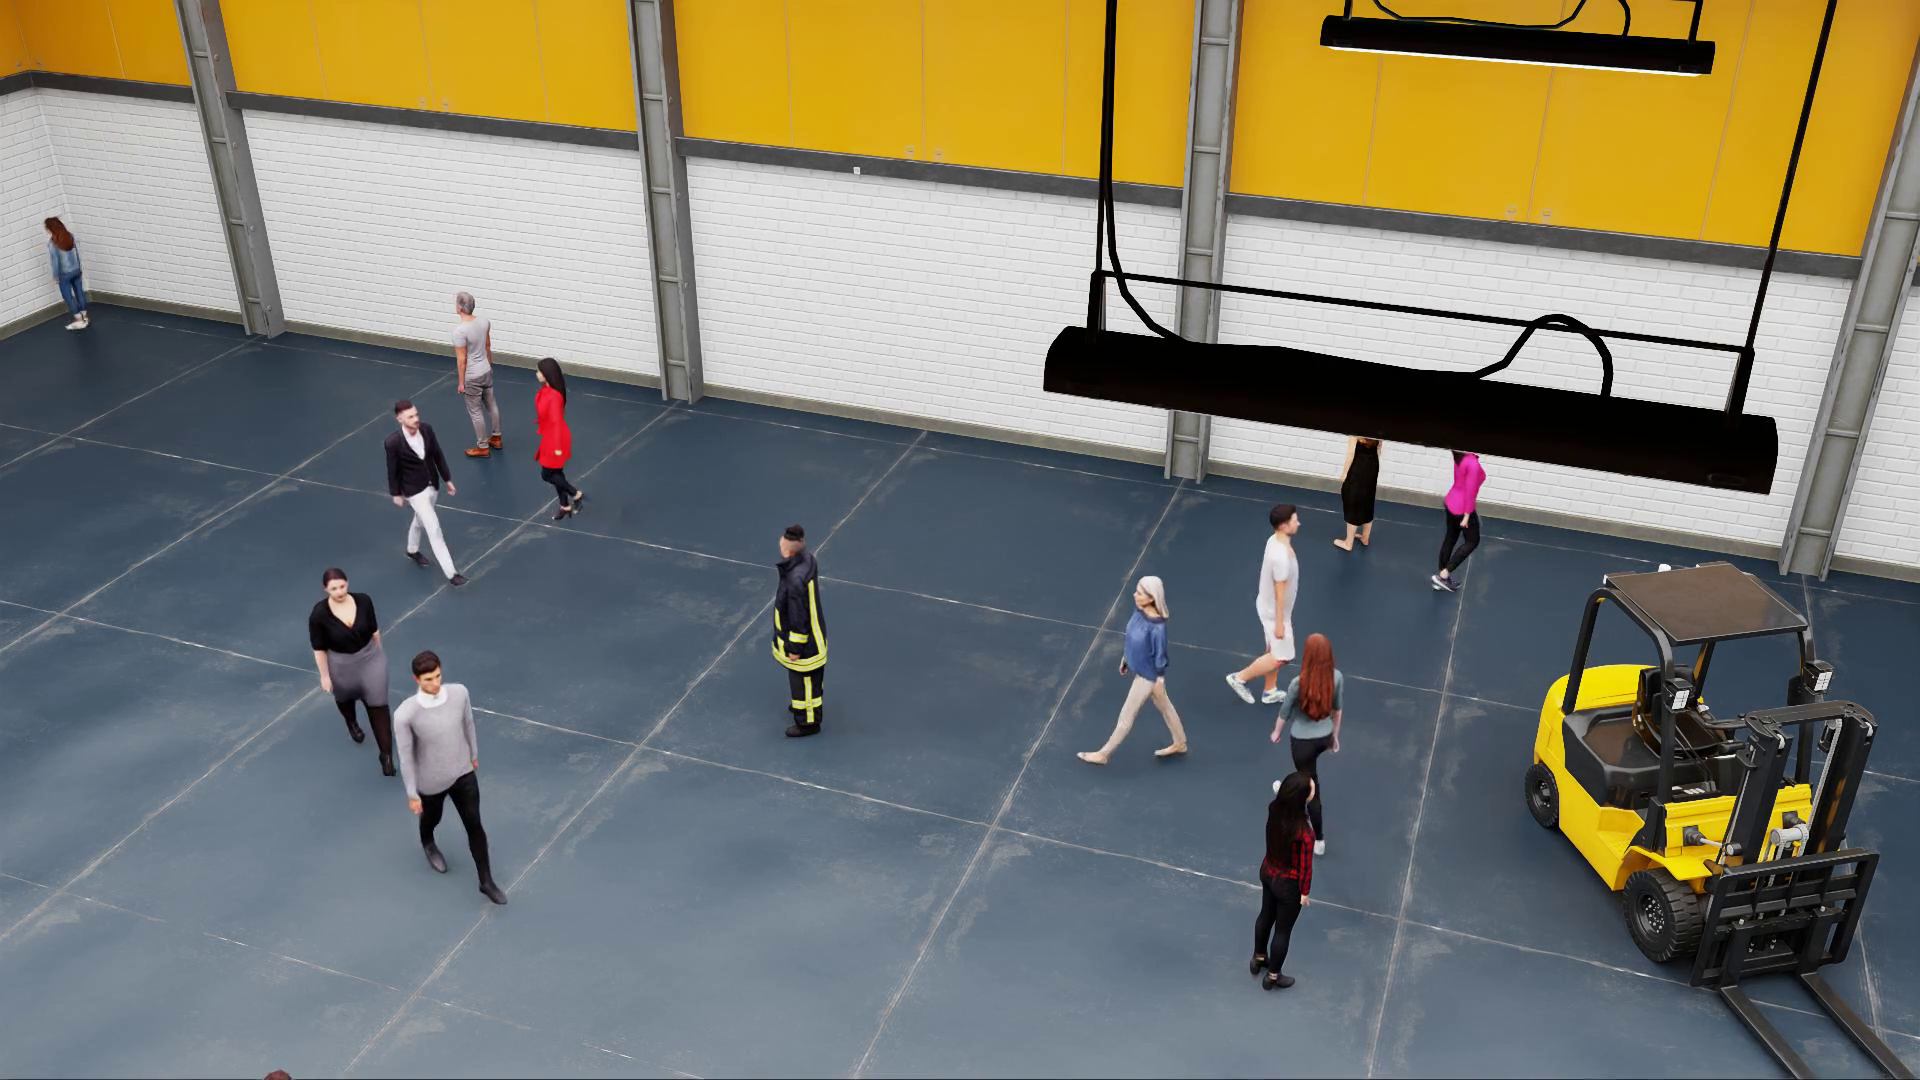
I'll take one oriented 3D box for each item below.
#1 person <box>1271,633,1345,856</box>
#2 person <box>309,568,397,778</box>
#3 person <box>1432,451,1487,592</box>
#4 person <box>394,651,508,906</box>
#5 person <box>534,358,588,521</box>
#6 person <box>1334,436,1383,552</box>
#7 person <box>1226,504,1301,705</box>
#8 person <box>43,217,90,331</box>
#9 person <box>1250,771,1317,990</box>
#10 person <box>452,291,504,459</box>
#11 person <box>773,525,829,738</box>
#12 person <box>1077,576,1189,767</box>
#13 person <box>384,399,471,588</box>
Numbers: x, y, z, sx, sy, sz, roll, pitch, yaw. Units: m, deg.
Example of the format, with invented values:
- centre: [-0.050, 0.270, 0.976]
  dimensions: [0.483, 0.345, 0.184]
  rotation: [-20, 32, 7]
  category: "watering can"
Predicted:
- centre: [2.541, 1.503, 11.864]
  dimensions: [0.995, 1.712, 1.020]
  rotation: [-11, 30, -19]
  category: "person"
- centre: [-4.729, 0.959, 12.870]
  dimensions: [1.085, 1.703, 1.216]
  rotation: [-17, 33, -28]
  category: "person"
- centre: [4.479, -0.287, 15.171]
  dimensions: [0.755, 1.687, 0.705]
  rotation: [-5, 29, -9]
  category: "person"
- centre: [-3.630, 1.582, 11.525]
  dimensions: [1.144, 1.898, 1.358]
  rotation: [-22, 36, -35]
  category: "person"
- centre: [-3.900, -0.974, 16.375]
  dimensions: [0.868, 1.741, 0.809]
  rotation: [-10, 30, -18]
  category: "person"
- centre: [3.854, -0.658, 15.915]
  dimensions: [0.682, 1.626, 0.739]
  rotation: [-14, 32, -24]
  category: "person"
- centre: [2.474, 0.551, 13.466]
  dimensions: [0.934, 1.848, 0.822]
  rotation: [3, 29, 5]
  category: "person"
- centre: [-11.323, -3.421, 21.147]
  dimensions: [0.482, 1.466, 0.596]
  rotation: [18, 34, 30]
  category: "person"
- centre: [2.065, 2.182, 10.682]
  dimensions: [0.715, 1.651, 0.647]
  rotation: [-14, 32, -24]
  category: "person"
- centre: [-5.159, -1.772, 17.743]
  dimensions: [0.554, 1.831, 0.701]
  rotation: [12, 31, 20]
  category: "person"
- centre: [-1.255, 0.690, 13.190]
  dimensions: [0.801, 1.868, 0.830]
  rotation: [2, 29, 3]
  category: "person"
- centre: [1.534, 1.033, 12.801]
  dimensions: [1.223, 1.639, 0.987]
  rotation: [-4, 29, -8]
  category: "person"
- centre: [-5.038, -0.468, 15.406]
  dimensions: [1.323, 1.780, 0.908]
  rotation: [19, 34, 31]
  category: "person"
